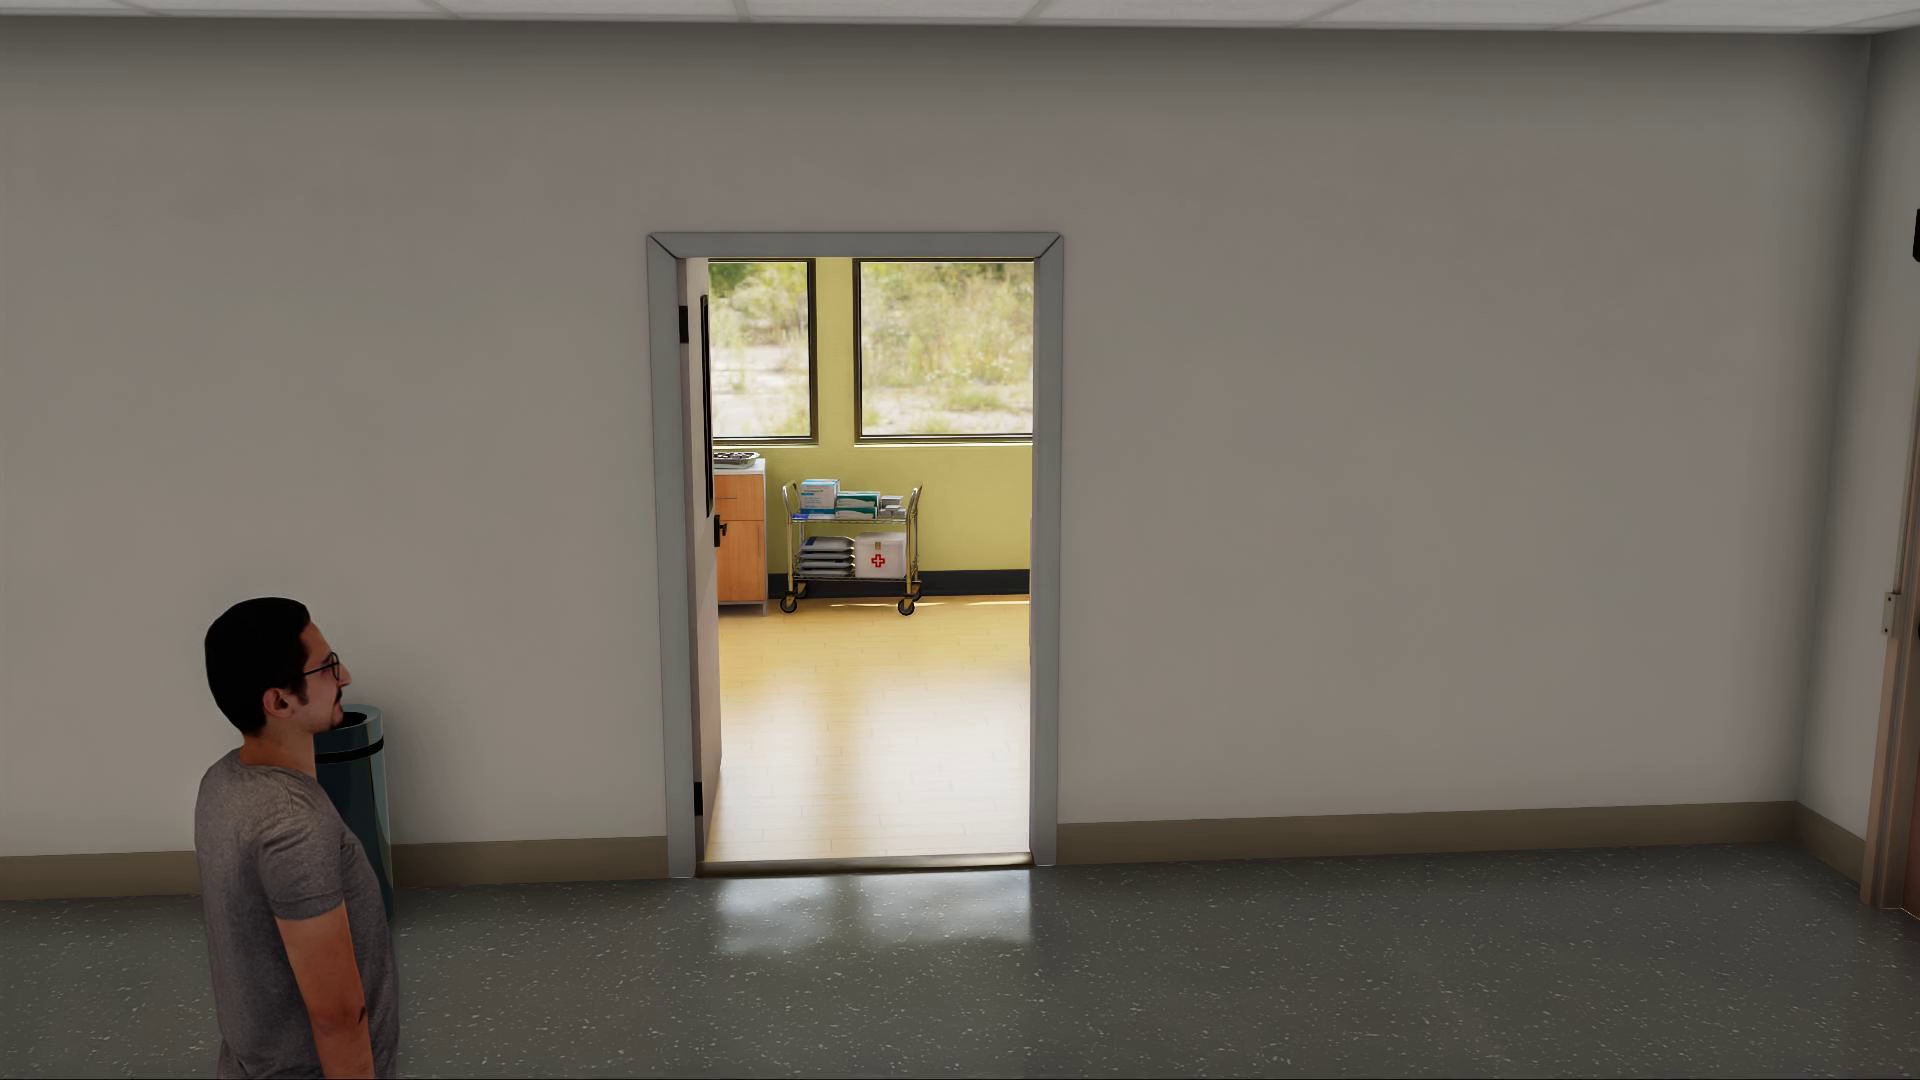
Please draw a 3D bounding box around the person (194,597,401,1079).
[{"bbox_3d":[-1.093,0.949,2.792,0.733,1.755,0.701,-9,14,-40],"label":"person"}]
